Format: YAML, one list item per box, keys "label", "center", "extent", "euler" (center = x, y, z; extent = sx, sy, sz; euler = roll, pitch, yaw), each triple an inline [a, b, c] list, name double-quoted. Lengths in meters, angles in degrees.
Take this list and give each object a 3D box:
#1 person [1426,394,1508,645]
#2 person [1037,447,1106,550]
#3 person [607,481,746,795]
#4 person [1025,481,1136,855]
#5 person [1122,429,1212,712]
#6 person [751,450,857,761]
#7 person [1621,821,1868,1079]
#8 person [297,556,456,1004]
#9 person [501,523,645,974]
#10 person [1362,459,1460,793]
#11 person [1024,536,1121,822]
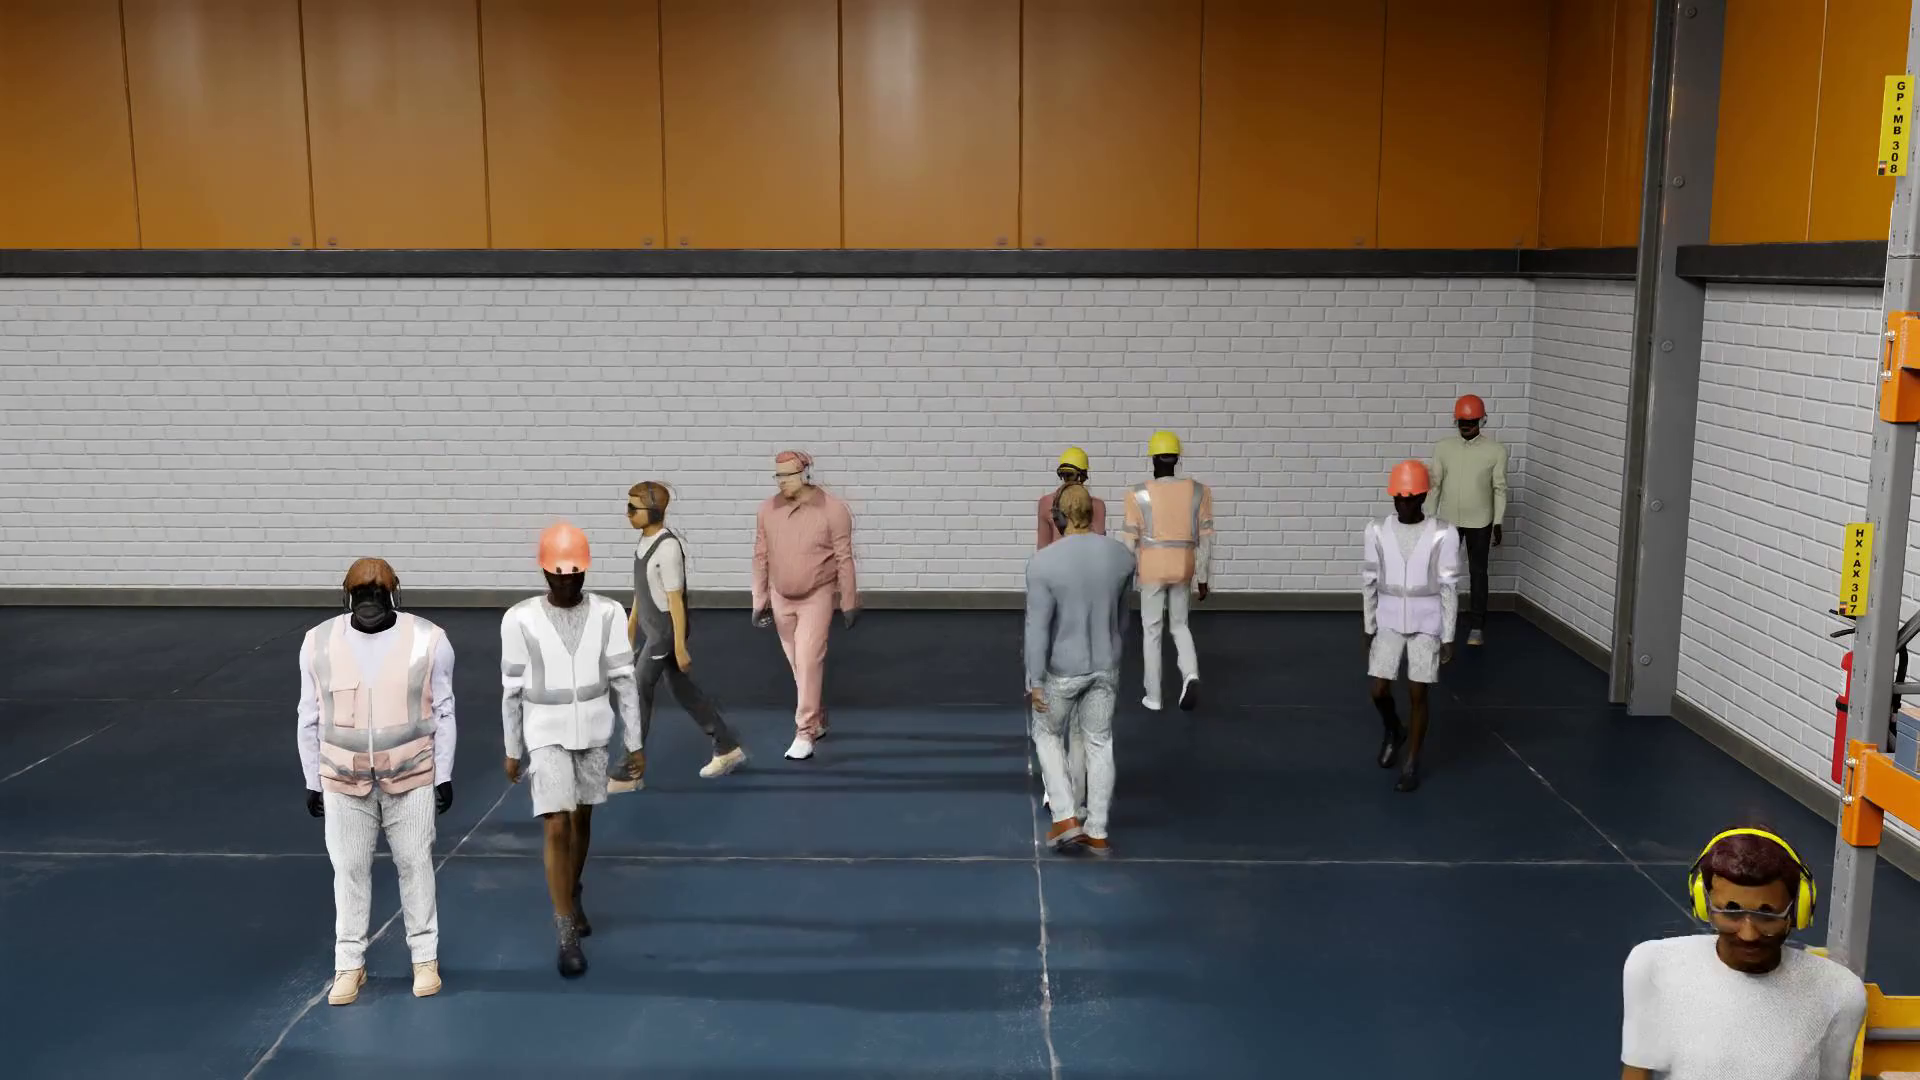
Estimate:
- label: "person"
  center: [3.998, -0.161, 13.180]
  extent: [0.622, 1.990, 0.402]
  euler: [6, 11, 30]
- label: "person"
  center: [0.776, 0.239, 11.488]
  extent: [0.526, 1.765, 0.335]
  euler: [6, 11, 32]
- label: "person"
  center: [-1.677, 0.542, 9.567]
  extent: [0.945, 1.807, 0.517]
  euler: [-3, 10, -18]
- label: "person"
  center: [0.602, 0.659, 8.483]
  extent: [0.649, 1.918, 0.454]
  euler: [-4, 10, -22]
- label: "person"
  center: [1.383, 0.226, 11.106]
  extent: [0.606, 1.912, 0.597]
  euler: [-2, 10, -10]
- label: "person"
  center: [-1.032, 0.400, 10.177]
  extent: [0.657, 1.869, 0.863]
  euler: [4, 10, 24]
- label: "person"
  center: [1.652, 1.518, 3.603]
  extent: [0.483, 1.823, 0.889]
  euler: [5, 11, 26]
- label: "person"
  center: [-2.381, 0.976, 6.826]
  extent: [0.624, 1.844, 0.429]
  euler: [-2, 10, -13]
- label: "person"
  center: [-1.652, 0.880, 7.204]
  extent: [0.570, 1.898, 0.868]
  euler: [-5, 11, -27]
- label: "person"
  center: [2.577, 0.485, 9.540]
  extent: [0.557, 1.924, 0.495]
  euler: [5, 11, 27]
- label: "person"
  center: [0.608, 0.727, 8.974]
  extent: [0.522, 1.619, 0.377]
  euler: [3, 10, 20]
